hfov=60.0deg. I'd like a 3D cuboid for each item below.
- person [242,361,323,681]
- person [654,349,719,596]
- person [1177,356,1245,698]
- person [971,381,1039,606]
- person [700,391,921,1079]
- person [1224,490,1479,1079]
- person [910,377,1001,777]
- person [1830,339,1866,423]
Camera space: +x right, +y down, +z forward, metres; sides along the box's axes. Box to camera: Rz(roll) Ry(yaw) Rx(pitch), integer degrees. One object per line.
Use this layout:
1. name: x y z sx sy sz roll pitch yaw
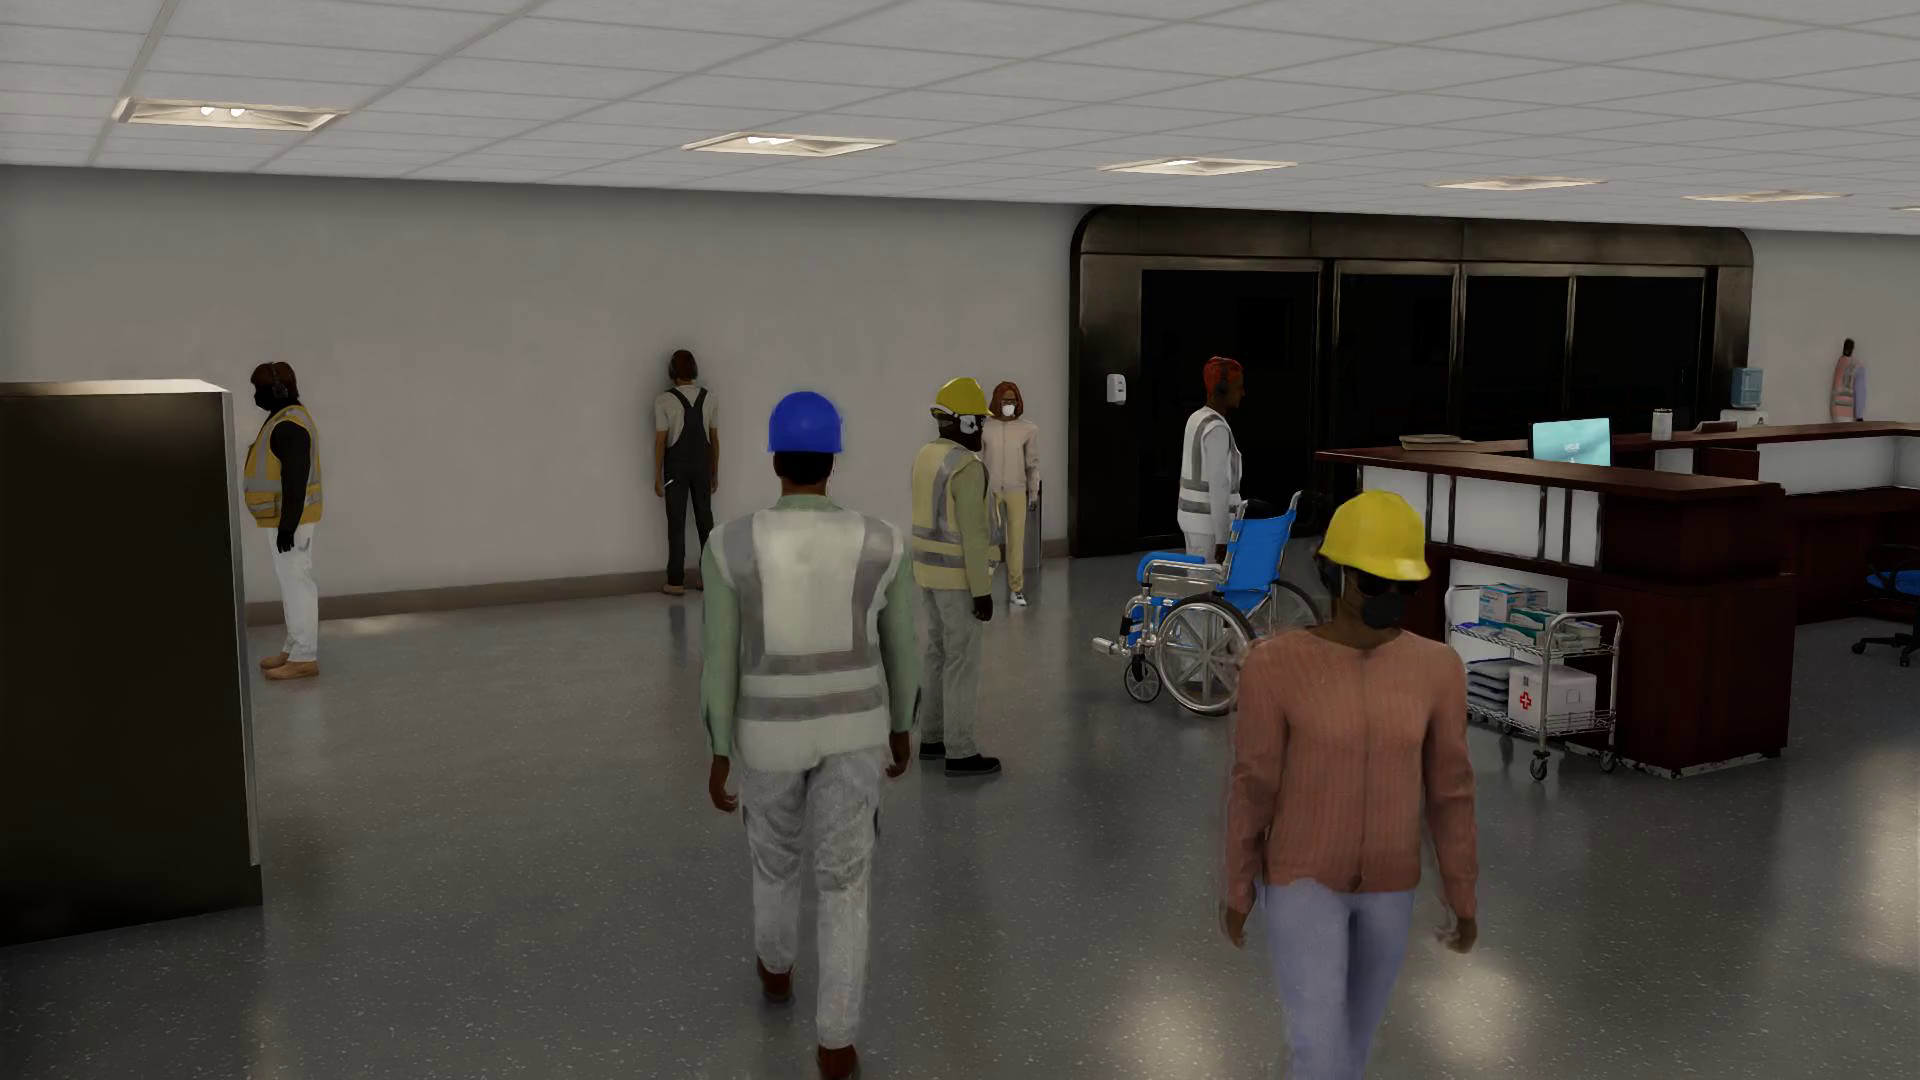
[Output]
1. person: -3.915 -0.114 9.640 0.429 1.840 0.624 -4 9 -25
2. person: -2.035 -0.499 12.420 0.506 1.838 0.338 -5 9 -31
3. person: 1.379 -0.068 9.171 0.349 1.879 0.580 0 8 -3
4. person: 0.319 -0.326 11.949 0.505 1.628 0.286 -1 8 -5
5. person: -0.423 0.526 4.787 0.629 1.896 0.926 -1 8 -7
6. person: 0.865 0.761 3.598 0.545 1.742 0.609 -2 8 -13
7. person: -0.016 0.164 7.695 0.403 1.824 0.601 -3 9 -23
8. person: 10.280 -1.471 19.518 0.433 1.822 0.639 -6 10 -36
